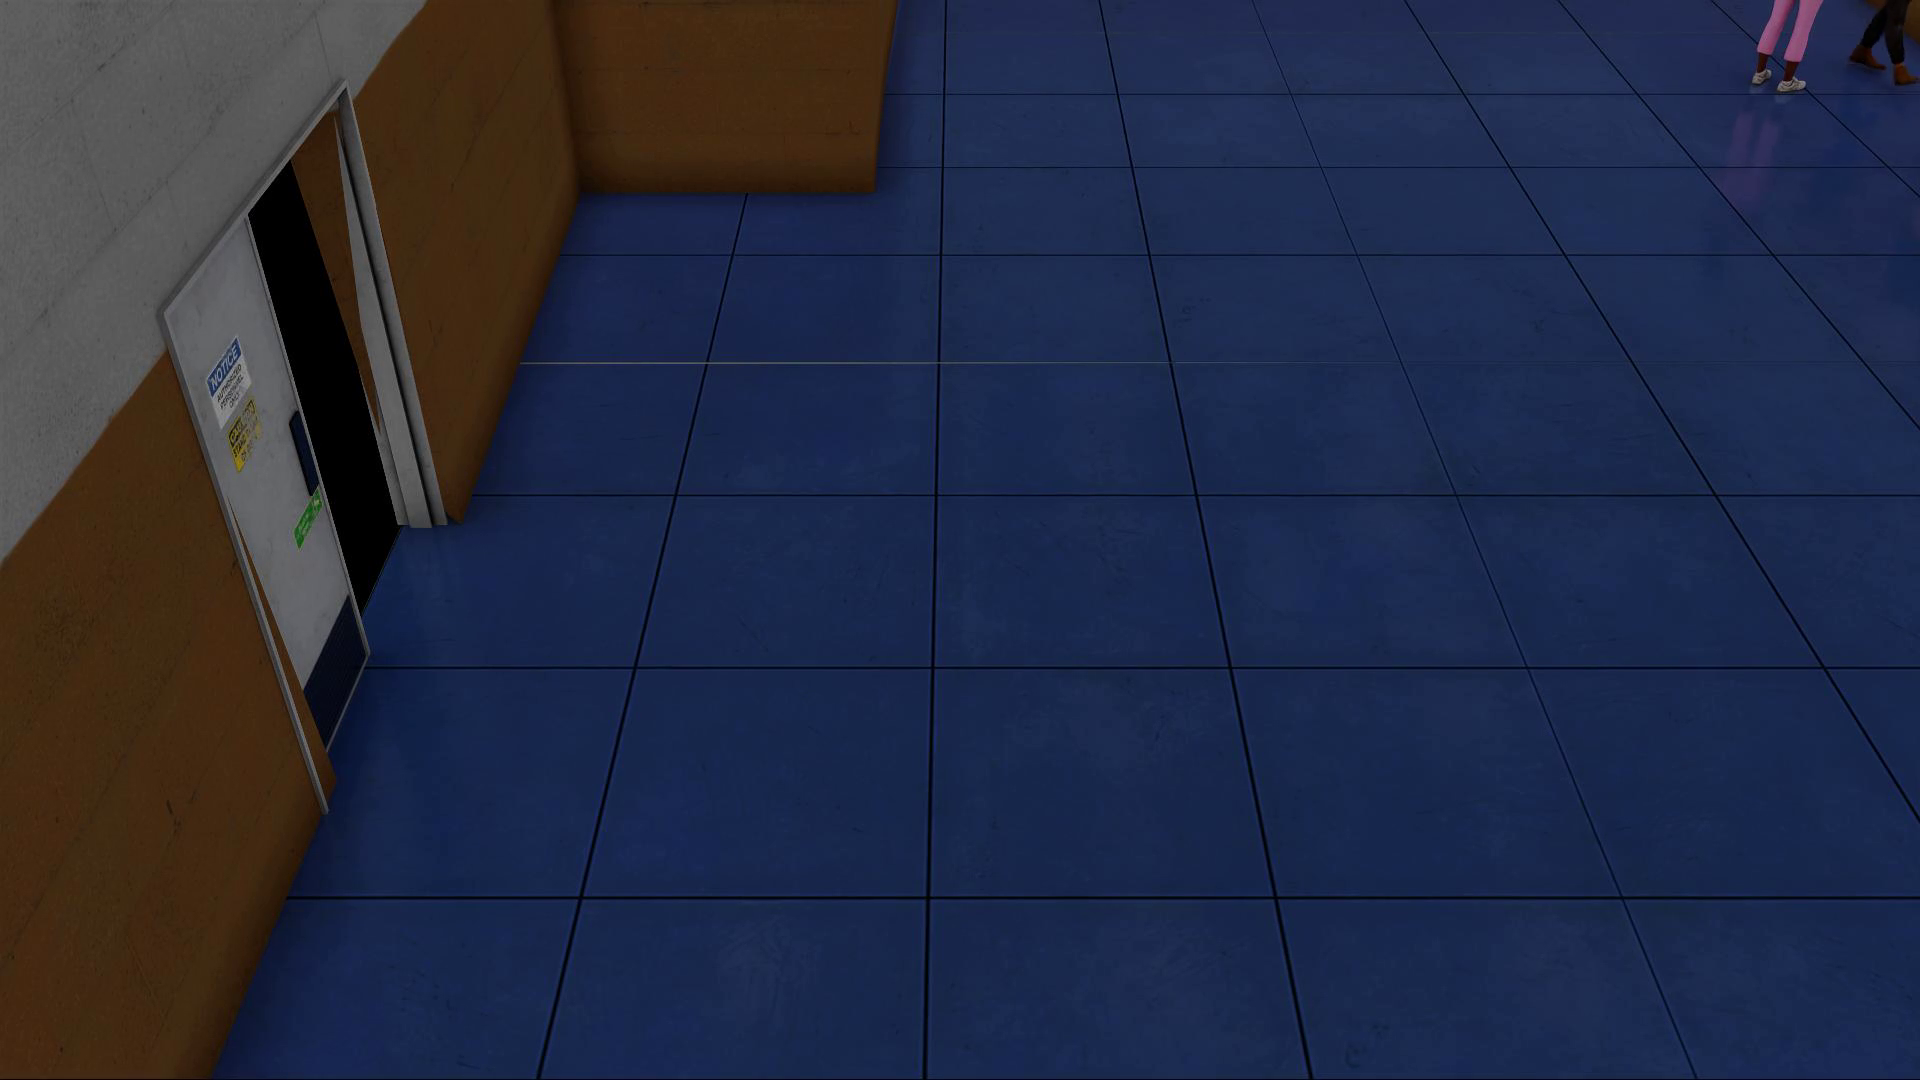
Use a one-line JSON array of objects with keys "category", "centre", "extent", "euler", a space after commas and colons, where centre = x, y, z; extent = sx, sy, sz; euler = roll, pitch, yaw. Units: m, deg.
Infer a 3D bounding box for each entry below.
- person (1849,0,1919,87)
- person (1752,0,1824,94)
[{"category": "person", "centre": [7.120, -4.336, 12.597], "extent": [1.040, 1.670, 1.012], "euler": [-14, 39, -18]}, {"category": "person", "centre": [6.313, -4.232, 12.398], "extent": [0.699, 1.742, 0.657], "euler": [-26, 44, -31]}]
